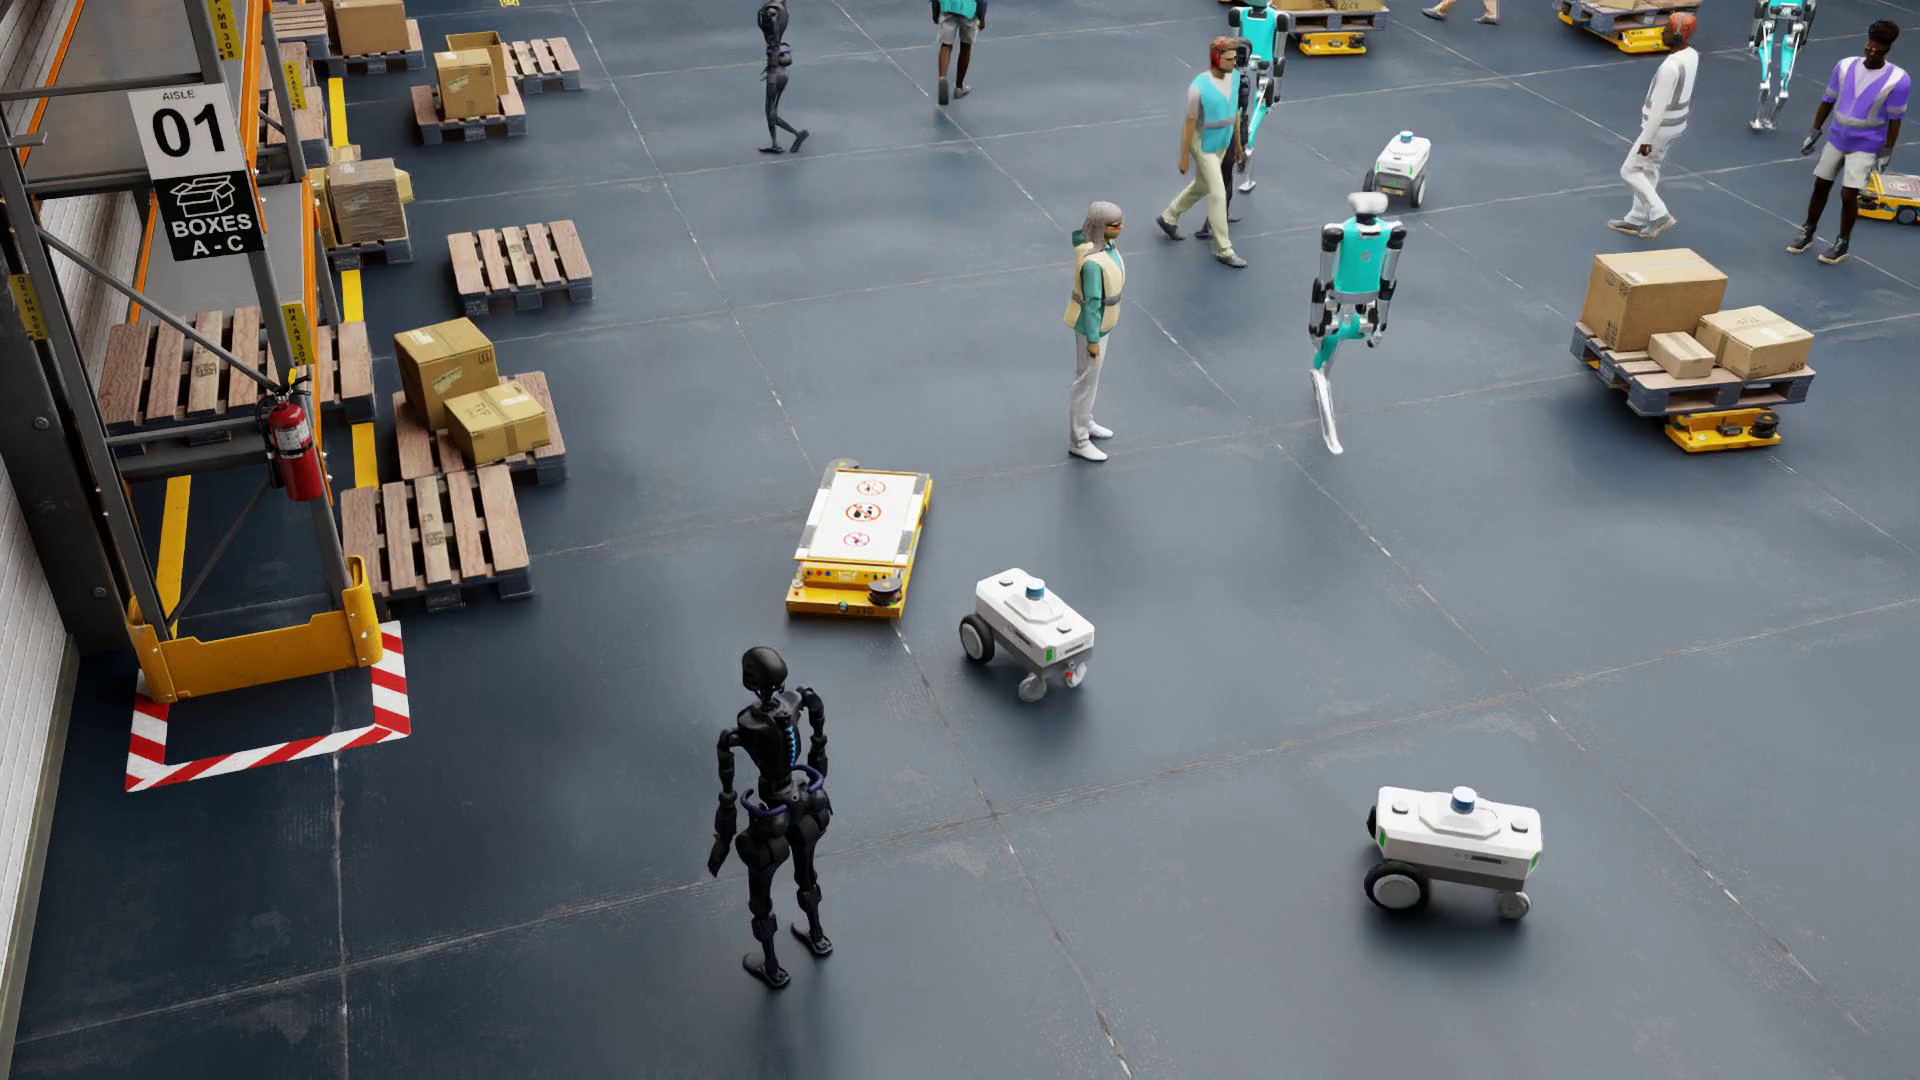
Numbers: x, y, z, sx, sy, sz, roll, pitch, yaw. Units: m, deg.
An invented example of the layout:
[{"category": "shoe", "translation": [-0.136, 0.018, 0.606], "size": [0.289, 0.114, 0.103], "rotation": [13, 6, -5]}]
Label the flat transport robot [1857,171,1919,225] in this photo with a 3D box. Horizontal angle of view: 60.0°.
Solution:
[{"category": "flat transport robot", "translation": [8.462, -2.891, 14.292], "size": [1.431, 0.231, 0.659], "rotation": [11, 35, 16]}]

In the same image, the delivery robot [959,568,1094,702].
[{"category": "delivery robot", "translation": [0.369, 0.468, 8.895], "size": [0.507, 0.613, 0.785], "rotation": [-21, 38, -28]}]

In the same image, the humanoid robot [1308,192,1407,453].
[{"category": "humanoid robot", "translation": [2.456, -1.544, 10.913], "size": [0.536, 1.777, 0.995], "rotation": [-4, 33, -6]}]

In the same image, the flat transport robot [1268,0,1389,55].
[{"category": "flat transport robot", "translation": [4.024, -5.733, 18.652], "size": [0.659, 0.231, 1.431], "rotation": [-3, 33, -5]}]

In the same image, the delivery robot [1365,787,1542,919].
[{"category": "delivery robot", "translation": [2.207, 1.374, 7.504], "size": [0.814, 0.611, 0.499], "rotation": [7, 34, 11]}]

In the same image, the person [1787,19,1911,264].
[{"category": "person", "translation": [7.040, -3.154, 13.160], "size": [0.411, 1.952, 0.638], "rotation": [-19, 38, -26]}]

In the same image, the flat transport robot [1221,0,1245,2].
[{"category": "flat transport robot", "translation": [3.840, -6.526, 19.867], "size": [1.431, 0.231, 0.659], "rotation": [17, 37, 24]}]

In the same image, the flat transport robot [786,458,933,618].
[{"category": "flat transport robot", "translation": [-0.576, -0.029, 9.904], "size": [0.659, 0.231, 1.431], "rotation": [4, 33, 5]}]

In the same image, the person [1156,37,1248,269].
[{"category": "person", "translation": [1.971, -3.139, 13.272], "size": [0.952, 1.801, 0.566], "rotation": [26, 41, 34]}]

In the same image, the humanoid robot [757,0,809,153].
[{"category": "humanoid robot", "translation": [-1.664, -4.367, 15.284], "size": [0.490, 1.630, 0.617], "rotation": [-5, 33, -7]}]

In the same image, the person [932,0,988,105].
[{"category": "person", "translation": [-0.015, -5.232, 16.387], "size": [0.568, 1.903, 0.796], "rotation": [7, 34, 11]}]

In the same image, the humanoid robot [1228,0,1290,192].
[{"category": "humanoid robot", "translation": [2.454, -3.760, 14.351], "size": [0.537, 1.873, 0.700], "rotation": [14, 36, 20]}]

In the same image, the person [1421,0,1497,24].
[{"category": "person", "translation": [5.818, -6.698, 18.882], "size": [0.856, 1.627, 0.469], "rotation": [17, 37, 24]}]

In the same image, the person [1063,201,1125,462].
[{"category": "person", "translation": [0.844, -1.342, 10.596], "size": [0.365, 1.708, 0.474], "rotation": [7, 34, 10]}]

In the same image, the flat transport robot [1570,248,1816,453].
[{"category": "flat transport robot", "translation": [4.954, -1.040, 11.454], "size": [0.659, 0.231, 1.431], "rotation": [-6, 34, -8]}]

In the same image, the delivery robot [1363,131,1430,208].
[{"category": "delivery robot", "translation": [3.887, -3.299, 14.636], "size": [0.499, 0.571, 0.756], "rotation": [15, 36, 21]}]

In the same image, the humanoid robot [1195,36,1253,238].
[{"category": "humanoid robot", "translation": [2.204, -3.298, 13.630], "size": [0.530, 1.643, 0.616], "rotation": [-11, 35, -16]}]

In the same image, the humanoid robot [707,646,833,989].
[{"category": "humanoid robot", "translation": [-0.763, 1.129, 6.830], "size": [0.323, 1.652, 0.601], "rotation": [29, 43, 36]}]

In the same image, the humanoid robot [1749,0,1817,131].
[{"category": "humanoid robot", "translation": [7.741, -4.675, 15.678], "size": [0.530, 1.788, 0.735], "rotation": [8, 34, 12]}]

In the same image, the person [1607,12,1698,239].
[{"category": "person", "translation": [5.696, -3.339, 13.511], "size": [0.481, 1.869, 0.591], "rotation": [26, 41, 34]}]

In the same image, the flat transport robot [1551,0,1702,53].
[{"category": "flat transport robot", "translation": [7.434, -5.799, 18.753], "size": [0.659, 0.231, 1.431], "rotation": [-8, 34, -13]}]
